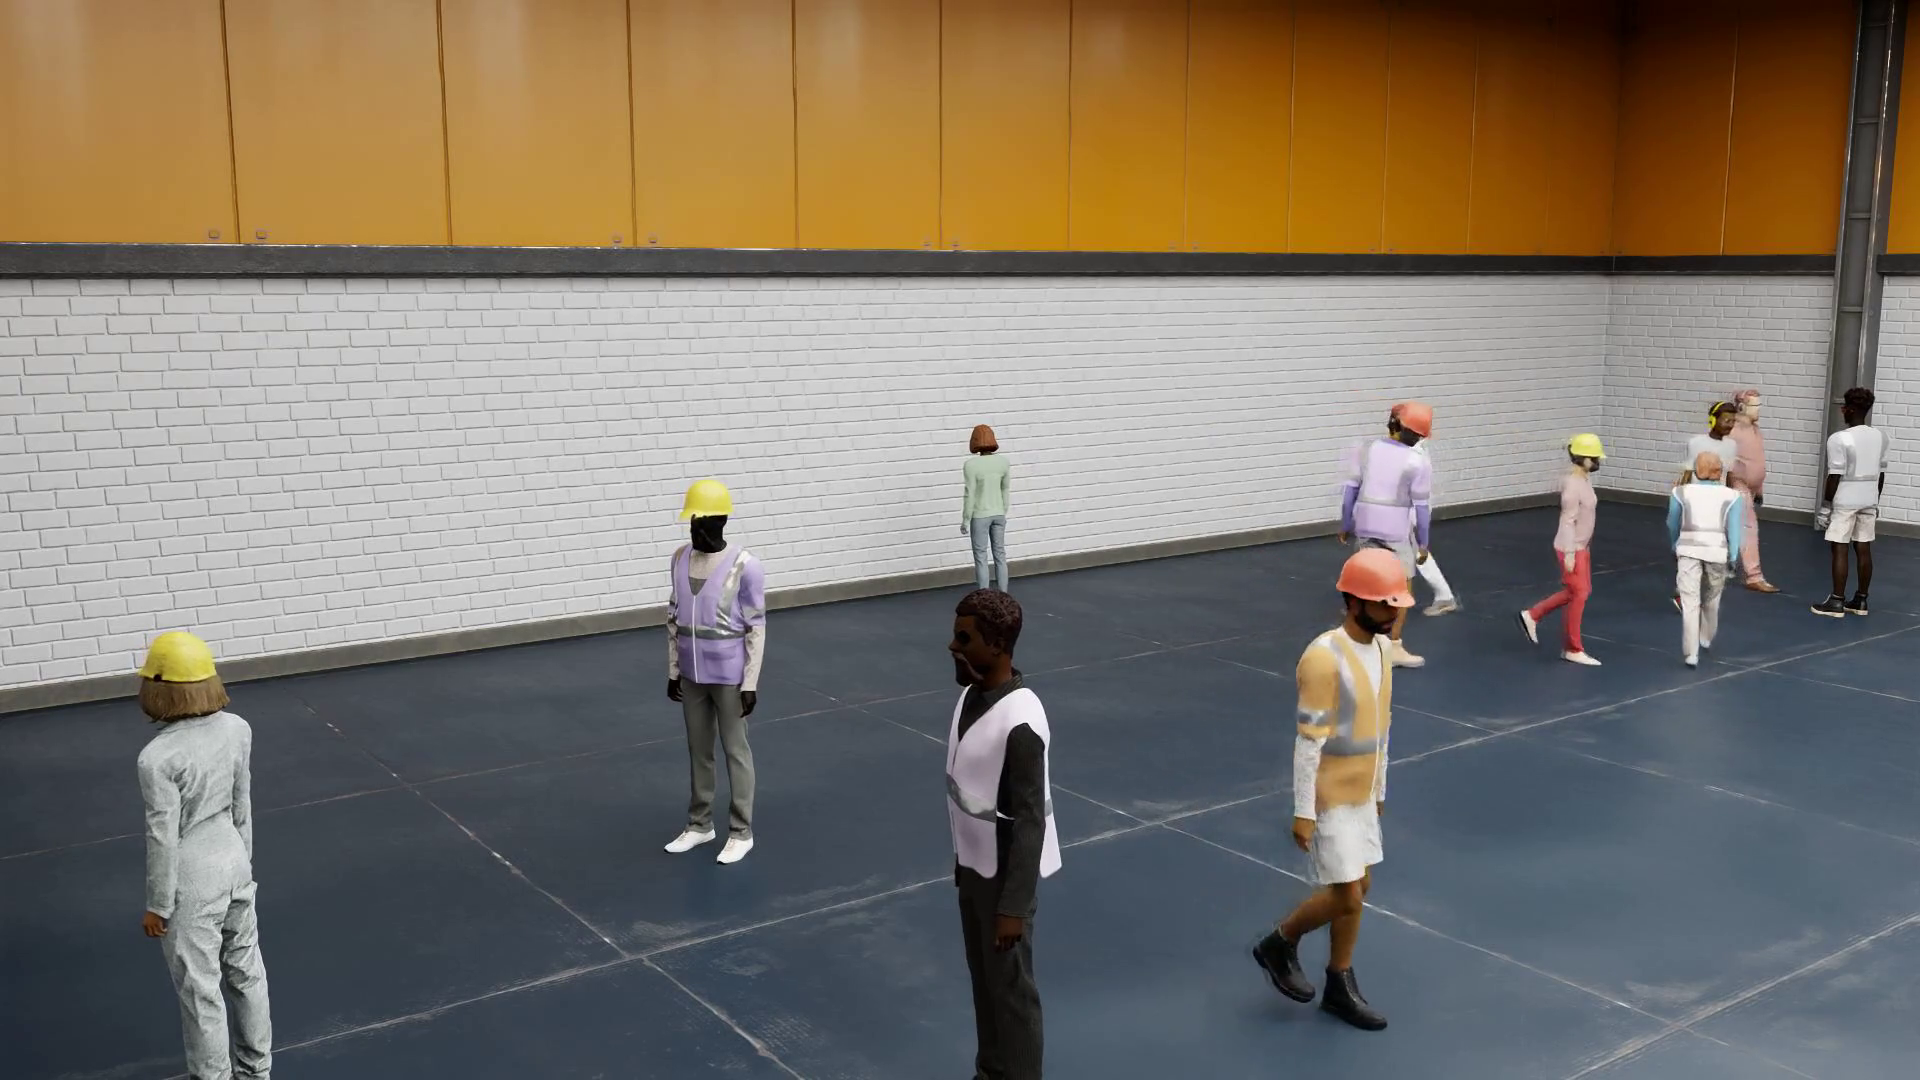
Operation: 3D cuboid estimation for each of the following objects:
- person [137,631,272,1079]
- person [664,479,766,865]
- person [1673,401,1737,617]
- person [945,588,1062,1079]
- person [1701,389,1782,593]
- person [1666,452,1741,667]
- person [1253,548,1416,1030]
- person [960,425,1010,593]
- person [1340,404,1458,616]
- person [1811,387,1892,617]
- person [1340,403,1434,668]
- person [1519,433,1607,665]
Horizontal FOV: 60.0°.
[{"bbox_3d":[-2.614,1.166,5.706,0.289,1.745,0.485,2,9,14],"label":"person"},{"bbox_3d":[-1.236,0.649,8.322,0.585,1.930,0.361,5,11,30],"label":"person"},{"bbox_3d":[6.352,-0.255,14.146,0.545,1.844,0.471,-3,10,-20],"label":"person"},{"bbox_3d":[0.124,1.104,5.553,0.392,1.920,0.589,-3,10,-17],"label":"person"},{"bbox_3d":[7.217,-0.482,15.500,0.652,1.868,0.947,-8,12,-42],"label":"person"},{"bbox_3d":[5.595,0.132,12.558,0.505,1.585,0.929,3,10,18],"label":"person"},{"bbox_3d":[1.473,0.962,6.432,0.575,1.919,0.525,-9,13,-44],"label":"person"},{"bbox_3d":[0.220,-0.183,14.367,0.498,1.633,0.280,-7,12,-37],"label":"person"},{"bbox_3d":[3.799,-0.241,14.122,0.997,1.838,0.597,1,9,5],"label":"person"},{"bbox_3d":[7.600,-0.320,14.190,0.602,1.966,0.368,-3,10,-16],"label":"person"},{"bbox_3d":[3.177,-0.040,12.440,0.697,1.986,0.386,6,11,33],"label":"person"},{"bbox_3d":[4.567,0.058,12.560,0.590,1.750,0.526,6,11,32],"label":"person"}]
